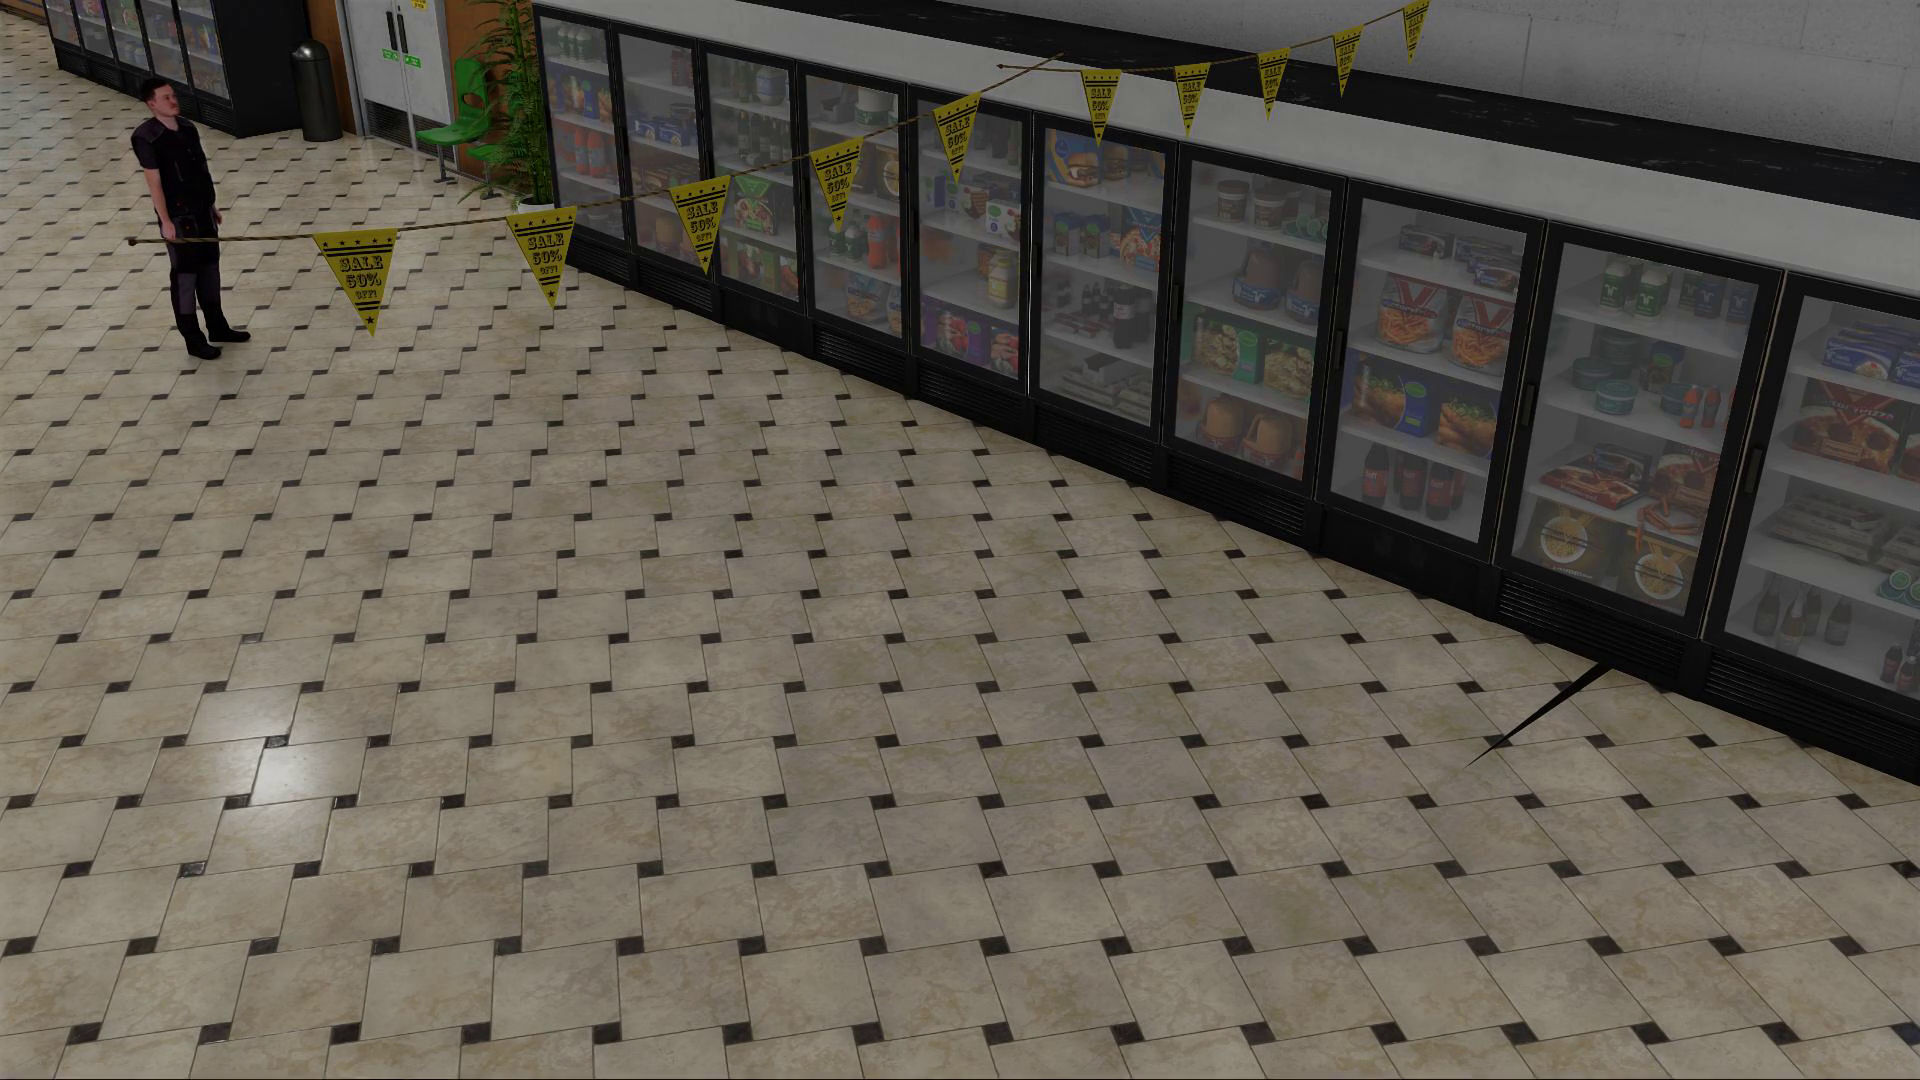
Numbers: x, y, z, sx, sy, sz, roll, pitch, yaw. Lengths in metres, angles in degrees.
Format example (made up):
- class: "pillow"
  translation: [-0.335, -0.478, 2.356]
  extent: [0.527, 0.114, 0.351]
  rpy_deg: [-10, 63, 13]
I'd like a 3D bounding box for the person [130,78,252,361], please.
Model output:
- class: "person"
  translation: [-5.206, -2.170, 11.174]
  extent: [0.859, 1.846, 0.742]
  rpy_deg: [5, 27, 11]
